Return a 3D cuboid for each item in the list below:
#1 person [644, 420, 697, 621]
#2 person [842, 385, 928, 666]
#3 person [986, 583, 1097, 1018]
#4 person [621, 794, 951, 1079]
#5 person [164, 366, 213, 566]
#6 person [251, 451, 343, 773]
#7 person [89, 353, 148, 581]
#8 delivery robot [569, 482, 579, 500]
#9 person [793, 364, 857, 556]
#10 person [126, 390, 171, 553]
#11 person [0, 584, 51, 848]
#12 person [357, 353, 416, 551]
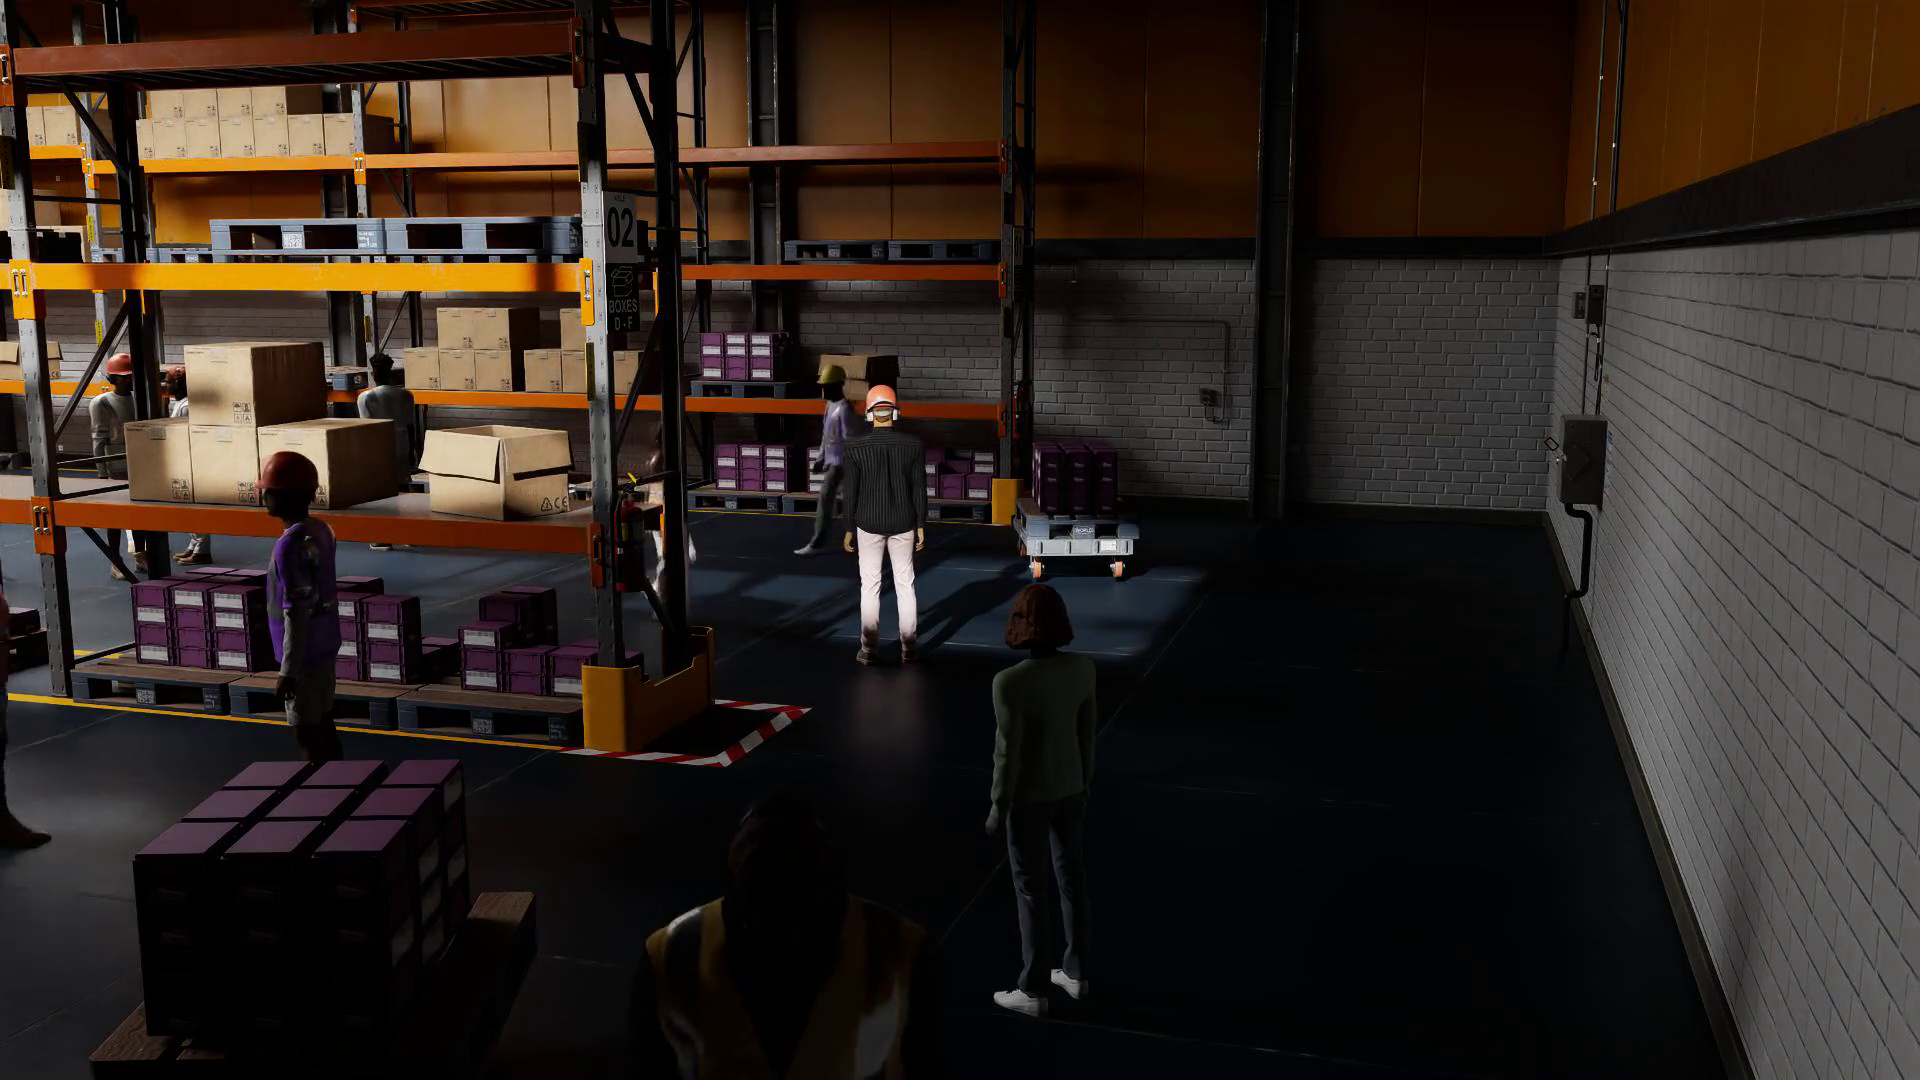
[{"bbox_3d":[-2.283,-0.149,13.136,0.370,1.622,0.542,1,9,6],"label":"person"},{"bbox_3d":[-0.530,-0.099,11.749,0.608,1.986,0.389,-2,9,-10],"label":"person"},{"bbox_3d":[0.310,0.974,6.275,0.504,1.632,0.269,-8,12,-39],"label":"person"},{"bbox_3d":[-0.344,1.386,3.223,0.687,1.805,0.791,0,9,1],"label":"person"},{"bbox_3d":[-7.302,-0.700,15.728,0.362,1.883,0.575,-5,11,-29],"label":"person"},{"bbox_3d":[-3.173,0.536,8.012,0.350,1.942,0.545,-1,9,-7],"label":"person"},{"bbox_3d":[-7.492,-0.664,15.018,0.390,2.041,0.614,4,10,26],"label":"person"},{"bbox_3d":[-4.311,-0.462,18.027,0.477,0.478,0.707,-2,10,-11],"label":"delivery robot"},{"bbox_3d":[-1.142,-0.797,16.333,0.983,1.883,0.600,-3,10,-15],"label":"person"},{"bbox_3d":[-8.032,-0.768,16.266,0.429,1.844,0.626,-8,12,-41],"label":"person"},{"bbox_3d":[-4.807,0.673,7.986,0.625,1.682,0.538,-2,10,-14],"label":"person"},{"bbox_3d":[-5.702,-0.879,16.557,0.362,1.963,0.614,8,12,39],"label":"person"}]
